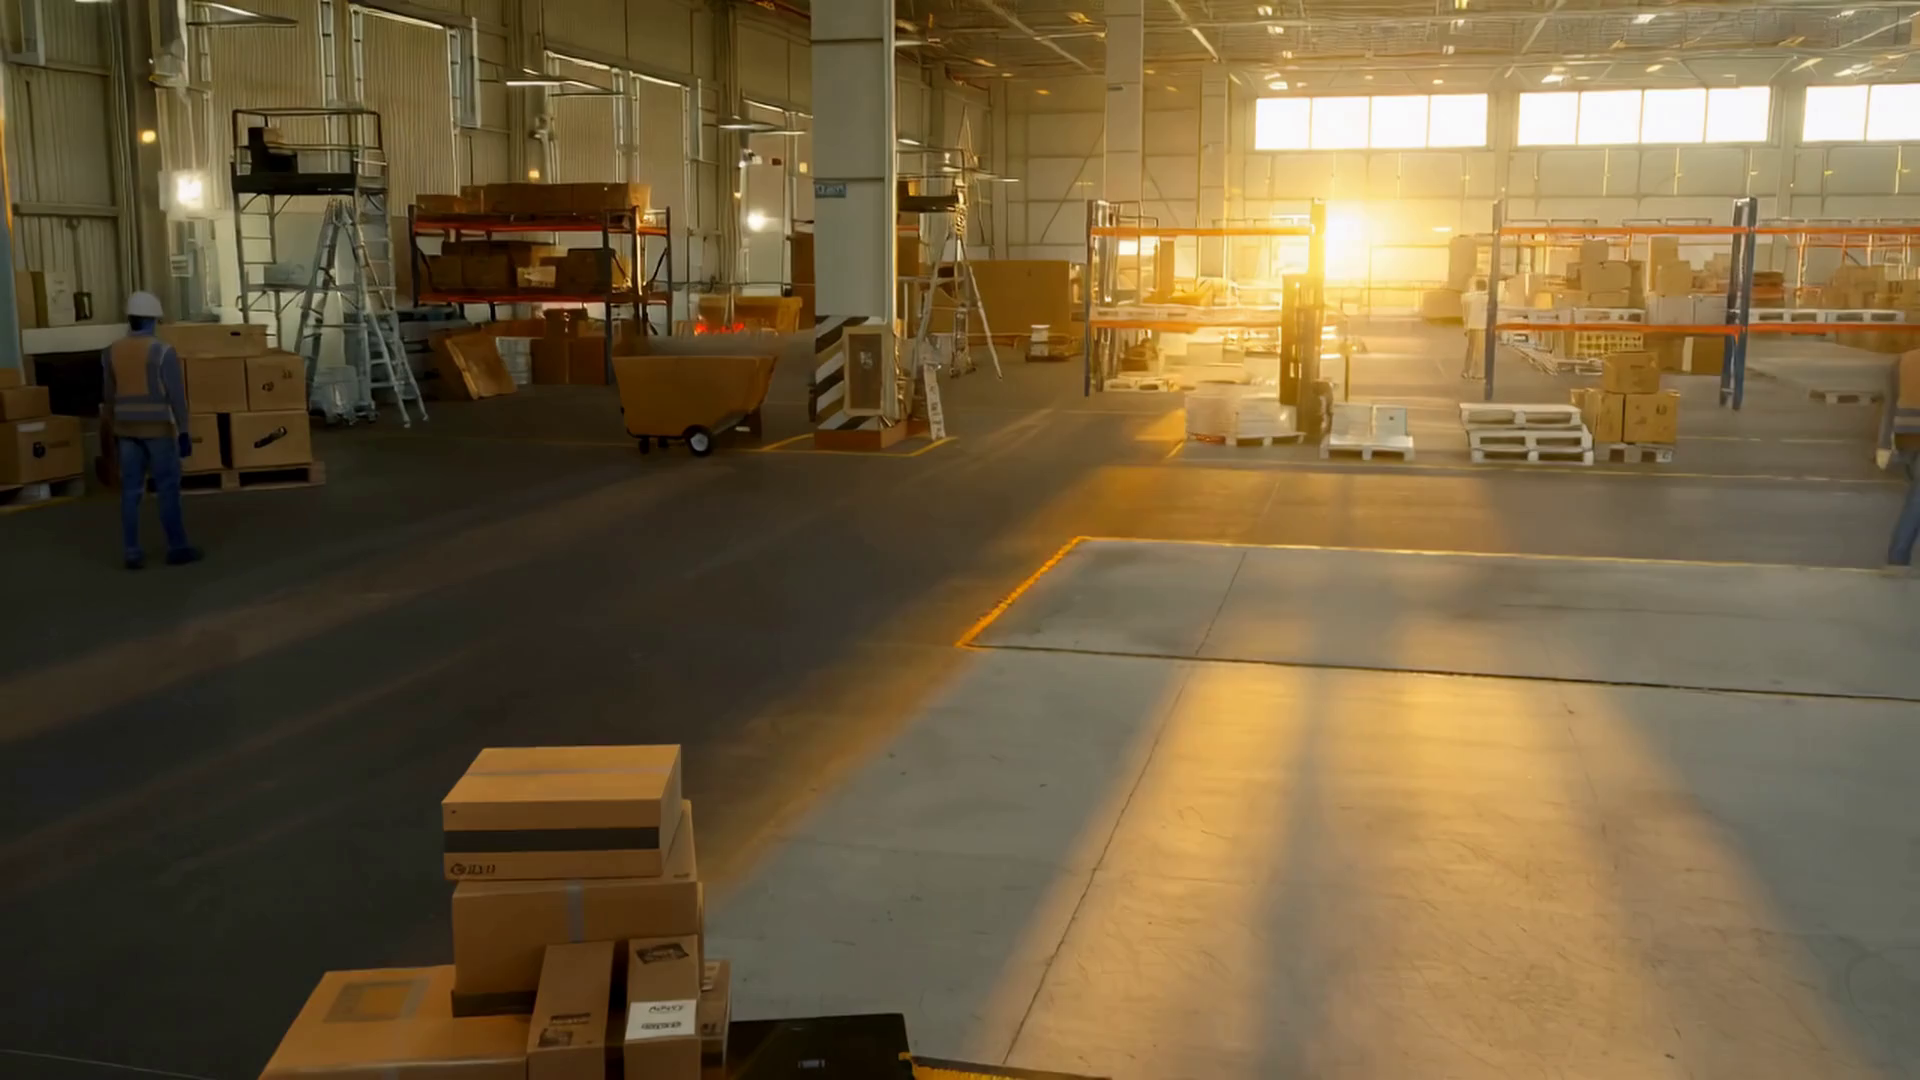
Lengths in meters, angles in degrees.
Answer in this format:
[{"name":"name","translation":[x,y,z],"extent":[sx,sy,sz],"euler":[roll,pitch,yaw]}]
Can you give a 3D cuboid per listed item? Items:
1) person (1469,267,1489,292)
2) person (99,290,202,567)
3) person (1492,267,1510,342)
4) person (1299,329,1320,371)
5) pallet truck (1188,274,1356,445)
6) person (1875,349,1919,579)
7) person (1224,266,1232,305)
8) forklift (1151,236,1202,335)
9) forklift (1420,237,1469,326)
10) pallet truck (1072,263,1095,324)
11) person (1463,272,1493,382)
[{"name":"person","translation":[15.131,-6.983,48.435],"extent":[0.636,1.904,0.968],"euler":[3,10,20]},{"name":"person","translation":[-5.707,-0.777,11.726],"extent":[0.614,1.945,0.404],"euler":[2,10,9]},{"name":"person","translation":[14.034,-6.132,43.343],"extent":[0.560,1.908,0.747],"euler":[2,10,14]},{"name":"person","translation":[6.760,-4.102,31.940],"extent":[0.487,1.738,0.338],"euler":[-9,13,-41]},{"name":"pallet truck","translation":[3.653,-2.138,19.590],"extent":[1.885,1.965,0.823],"euler":[-4,10,-20]},{"name":"person","translation":[6.675,-0.635,11.337],"extent":[0.929,1.791,0.621],"euler":[-4,10,-20]},{"name":"person","translation":[9.469,-8.926,59.877],"extent":[1.003,1.882,0.651],"euler":[-8,13,-41]},{"name":"forklift","translation":[5.866,-7.214,46.878],"extent":[1.873,2.768,1.129],"euler":[2,10,14]},{"name":"forklift","translation":[15.634,-8.155,52.421],"extent":[1.873,2.768,1.129],"euler":[-1,10,-5]},{"name":"pallet truck","translation":[4.325,-8.180,55.162],"extent":[0.823,1.965,1.885],"euler":[6,11,31]},{"name":"person","translation":[9.077,-3.724,29.124],"extent":[0.361,1.930,0.587],"euler":[-7,12,-36]}]
